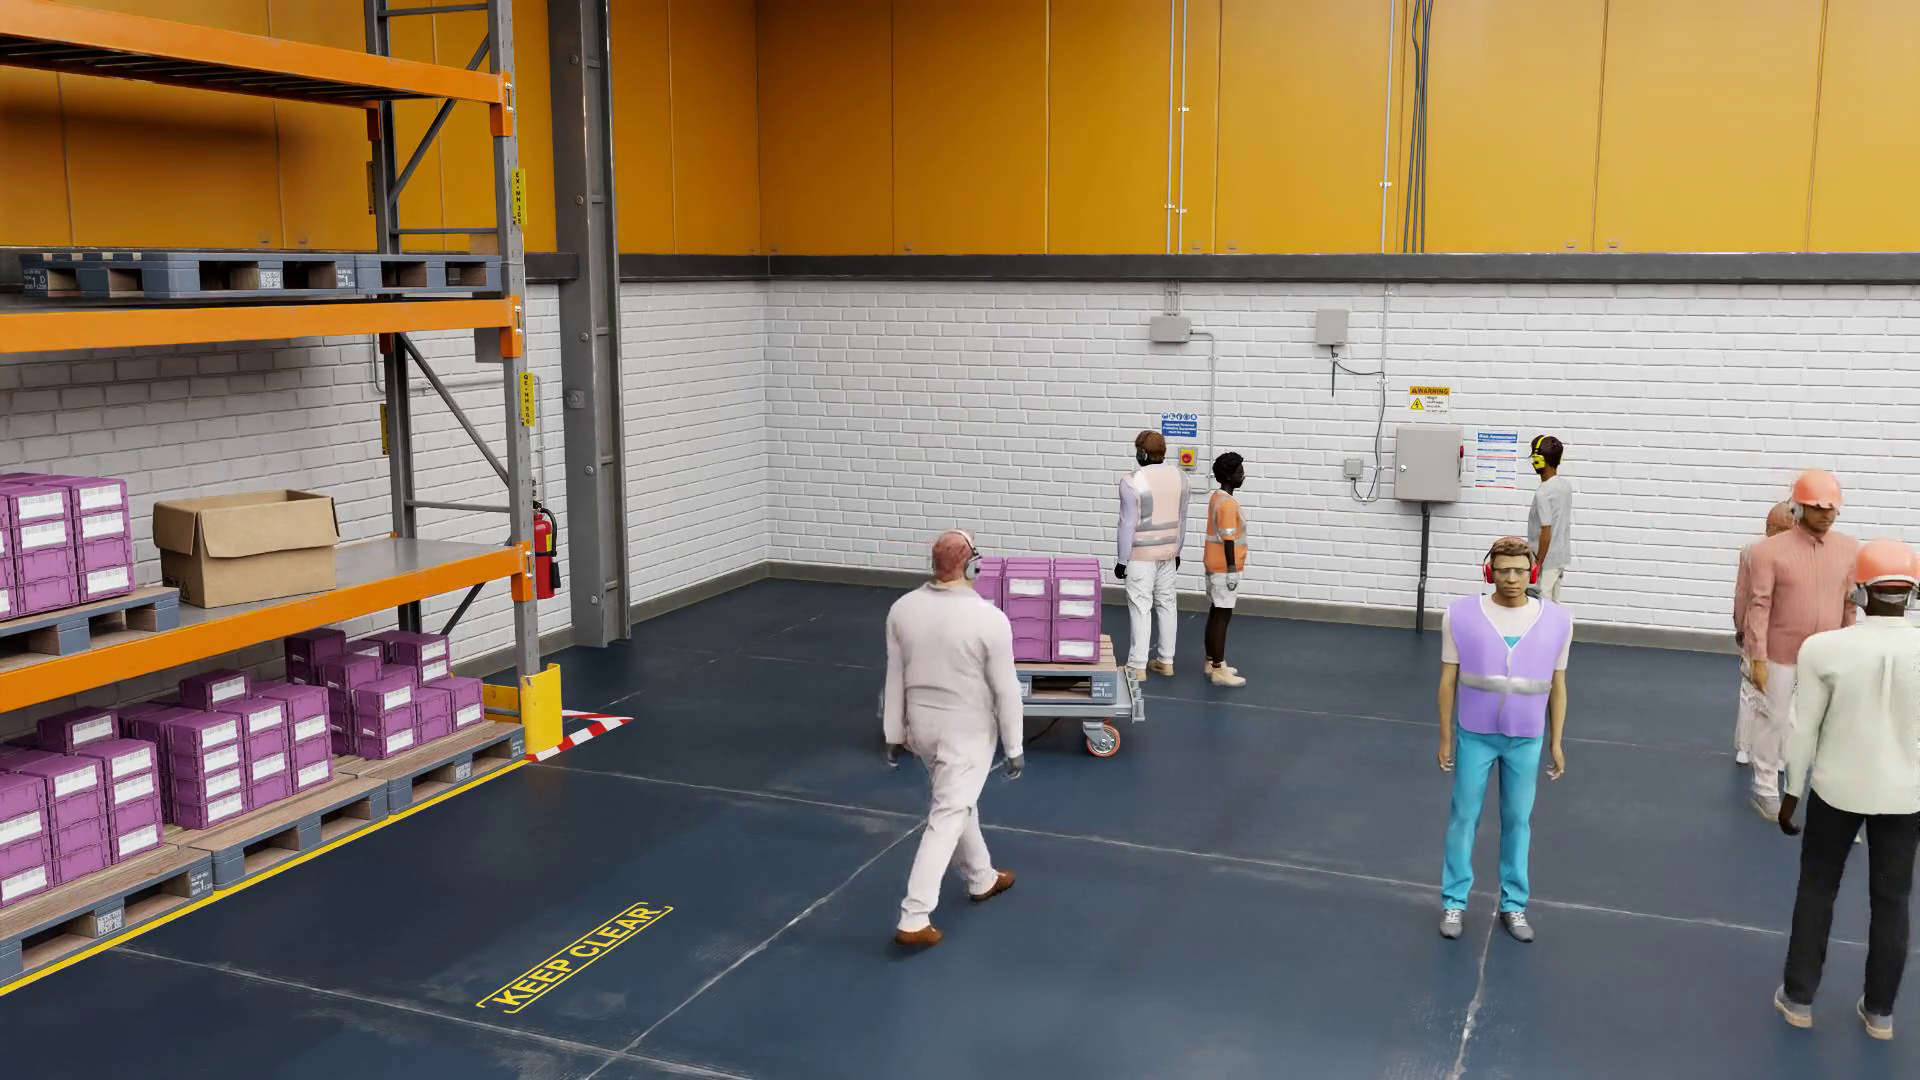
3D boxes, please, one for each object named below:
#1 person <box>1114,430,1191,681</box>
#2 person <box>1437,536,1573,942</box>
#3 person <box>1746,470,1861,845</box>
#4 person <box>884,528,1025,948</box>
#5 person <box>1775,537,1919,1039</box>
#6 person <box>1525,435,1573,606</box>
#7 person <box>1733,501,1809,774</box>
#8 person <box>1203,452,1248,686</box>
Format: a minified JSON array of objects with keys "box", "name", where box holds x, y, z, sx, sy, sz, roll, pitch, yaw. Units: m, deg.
[{"box":[1.384,0.111,12.213,0.627,1.845,0.429,-6,11,-34],"name":"person"},{"box":[2.441,0.885,7.506,0.565,1.847,0.396,2,9,9],"name":"person"},{"box":[4.498,0.615,8.800,0.641,1.952,0.924,0,9,0],"name":"person"},{"box":[-0.019,0.872,7.564,0.657,1.856,1.024,7,12,37],"name":"person"},{"box":[3.562,0.977,6.514,0.633,1.990,0.401,3,10,18],"name":"person"},{"box":[4.078,0.199,11.620,0.332,1.865,0.520,7,12,37],"name":"person"},{"box":[4.905,0.579,9.987,0.308,1.639,0.523,-8,12,-39],"name":"person"},{"box":[1.931,0.204,12.089,0.315,1.696,0.541,0,9,0],"name":"person"}]
